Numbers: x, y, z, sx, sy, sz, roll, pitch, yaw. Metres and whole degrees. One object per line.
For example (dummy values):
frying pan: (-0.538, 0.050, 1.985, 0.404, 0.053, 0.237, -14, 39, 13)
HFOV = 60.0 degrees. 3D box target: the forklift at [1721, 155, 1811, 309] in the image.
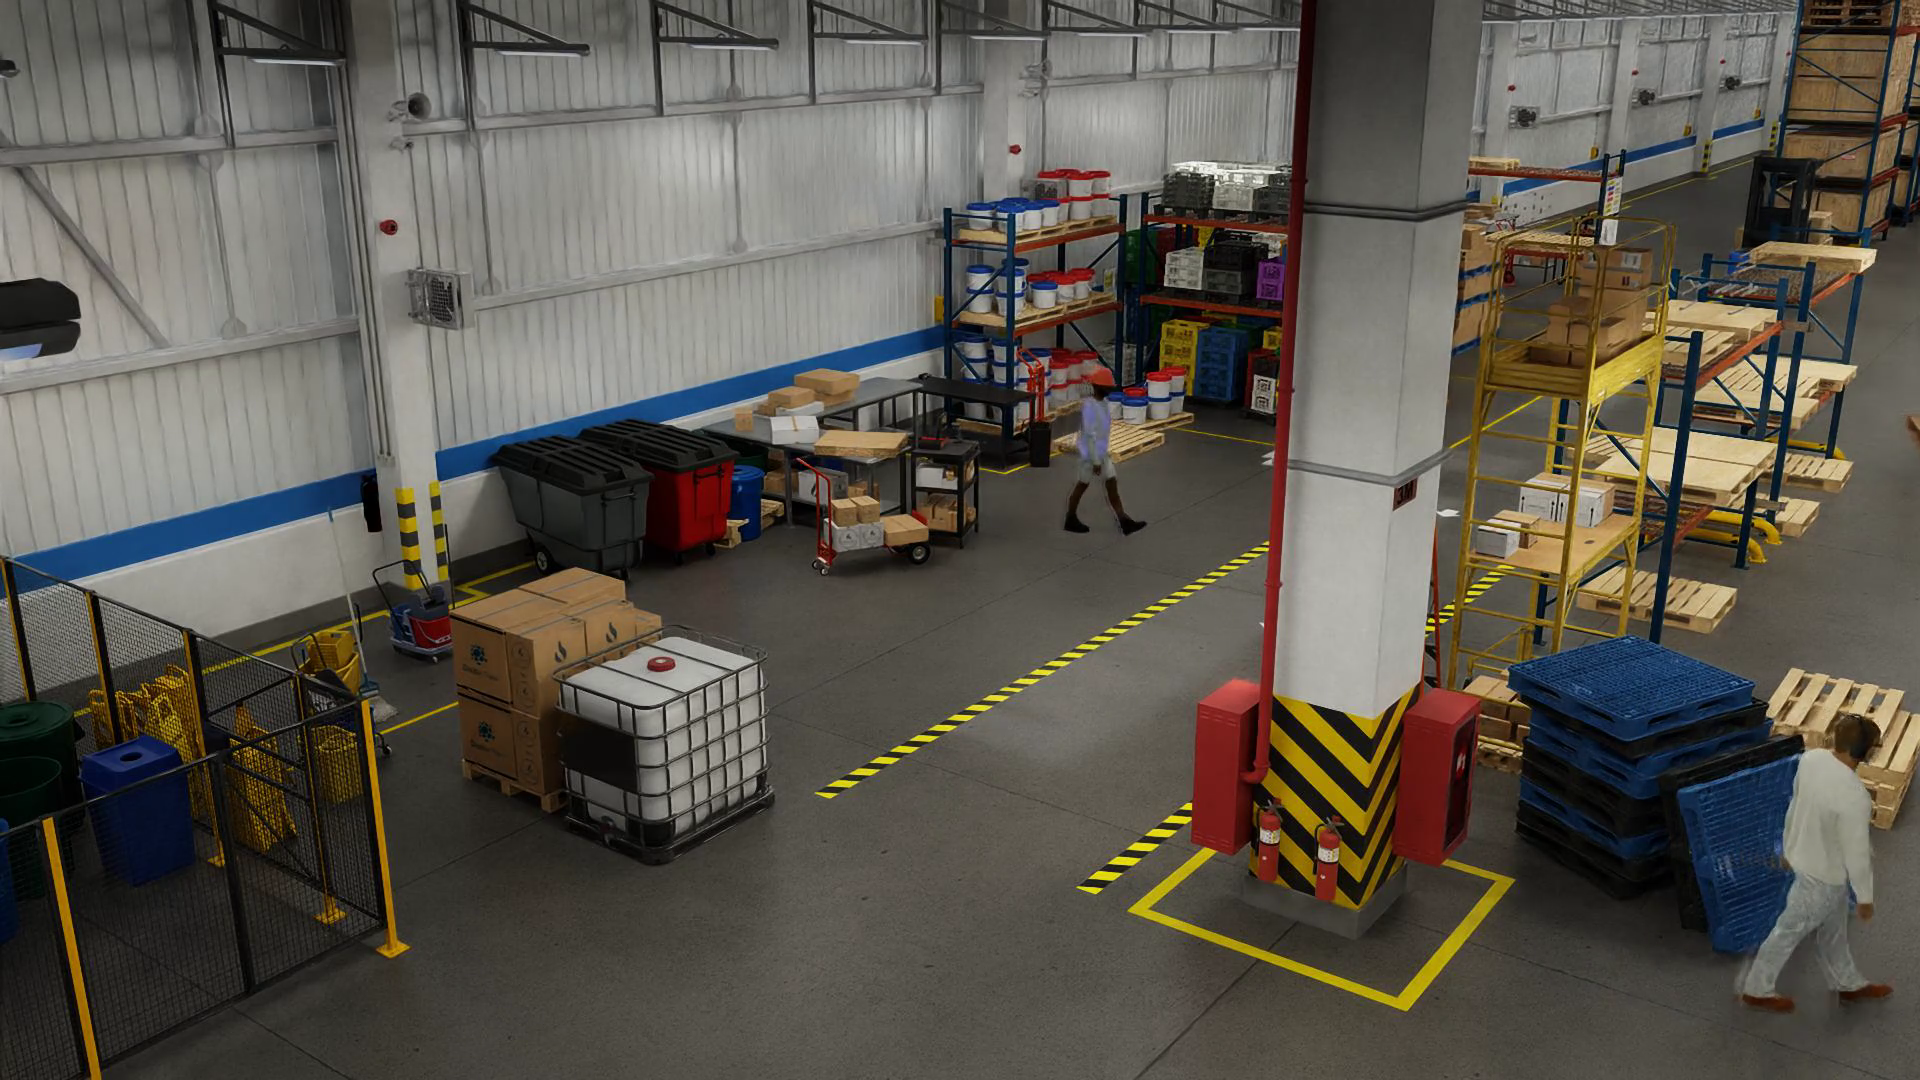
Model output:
forklift: (15.416, -5.871, 31.589, 1.129, 2.768, 1.873, 13, 22, 34)

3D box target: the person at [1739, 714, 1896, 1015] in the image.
person: (5.020, 1.877, 9.427, 0.971, 1.892, 0.645, 2, 18, 7)

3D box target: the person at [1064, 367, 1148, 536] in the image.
person: (1.562, -0.939, 18.058, 0.989, 1.882, 0.575, 10, 20, 27)
